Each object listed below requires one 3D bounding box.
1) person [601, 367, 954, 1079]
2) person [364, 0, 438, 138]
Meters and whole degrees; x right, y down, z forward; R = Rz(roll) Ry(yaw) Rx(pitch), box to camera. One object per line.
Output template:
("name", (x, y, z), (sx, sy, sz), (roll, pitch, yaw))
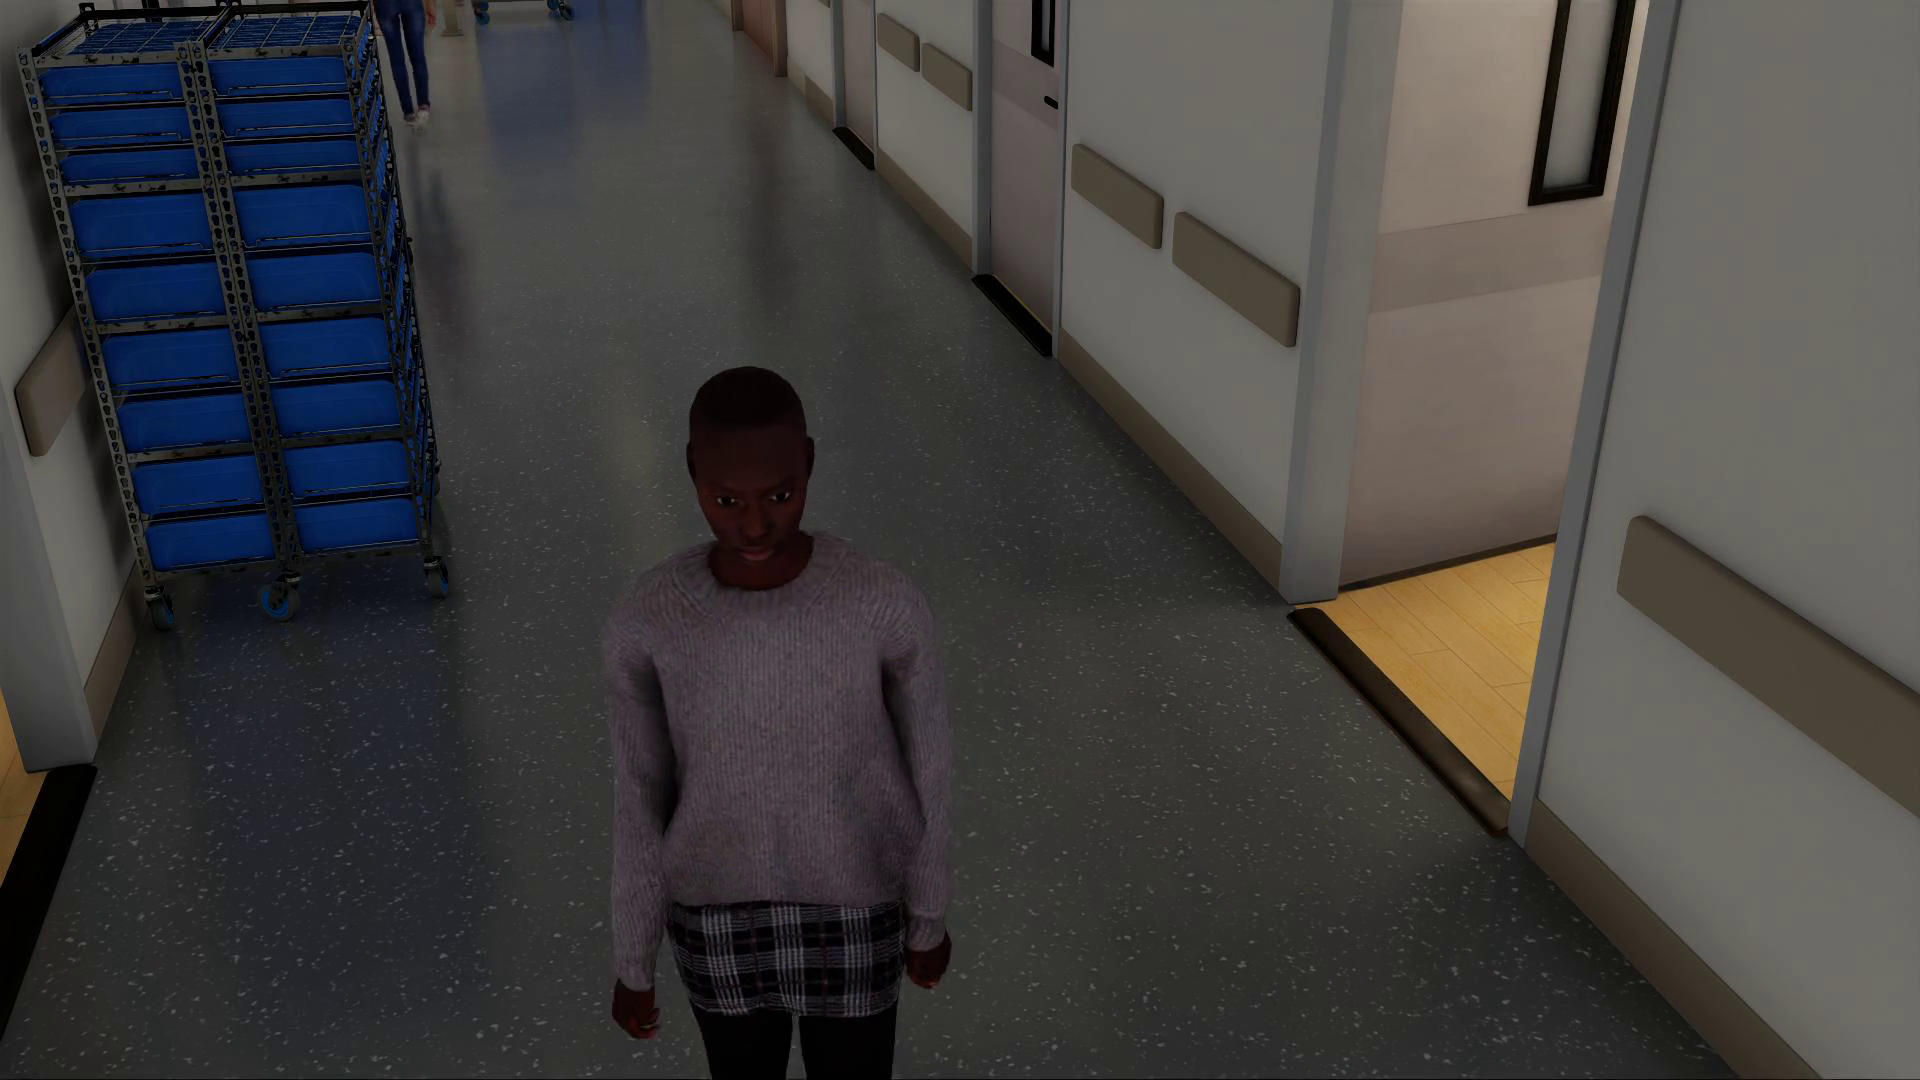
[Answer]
("person", (-0.260, 0.513, 2.591), (0.766, 1.751, 0.848), (0, 26, 0))
("person", (-3.723, -3.560, 11.077), (0.705, 1.717, 1.092), (-11, 28, -21))
